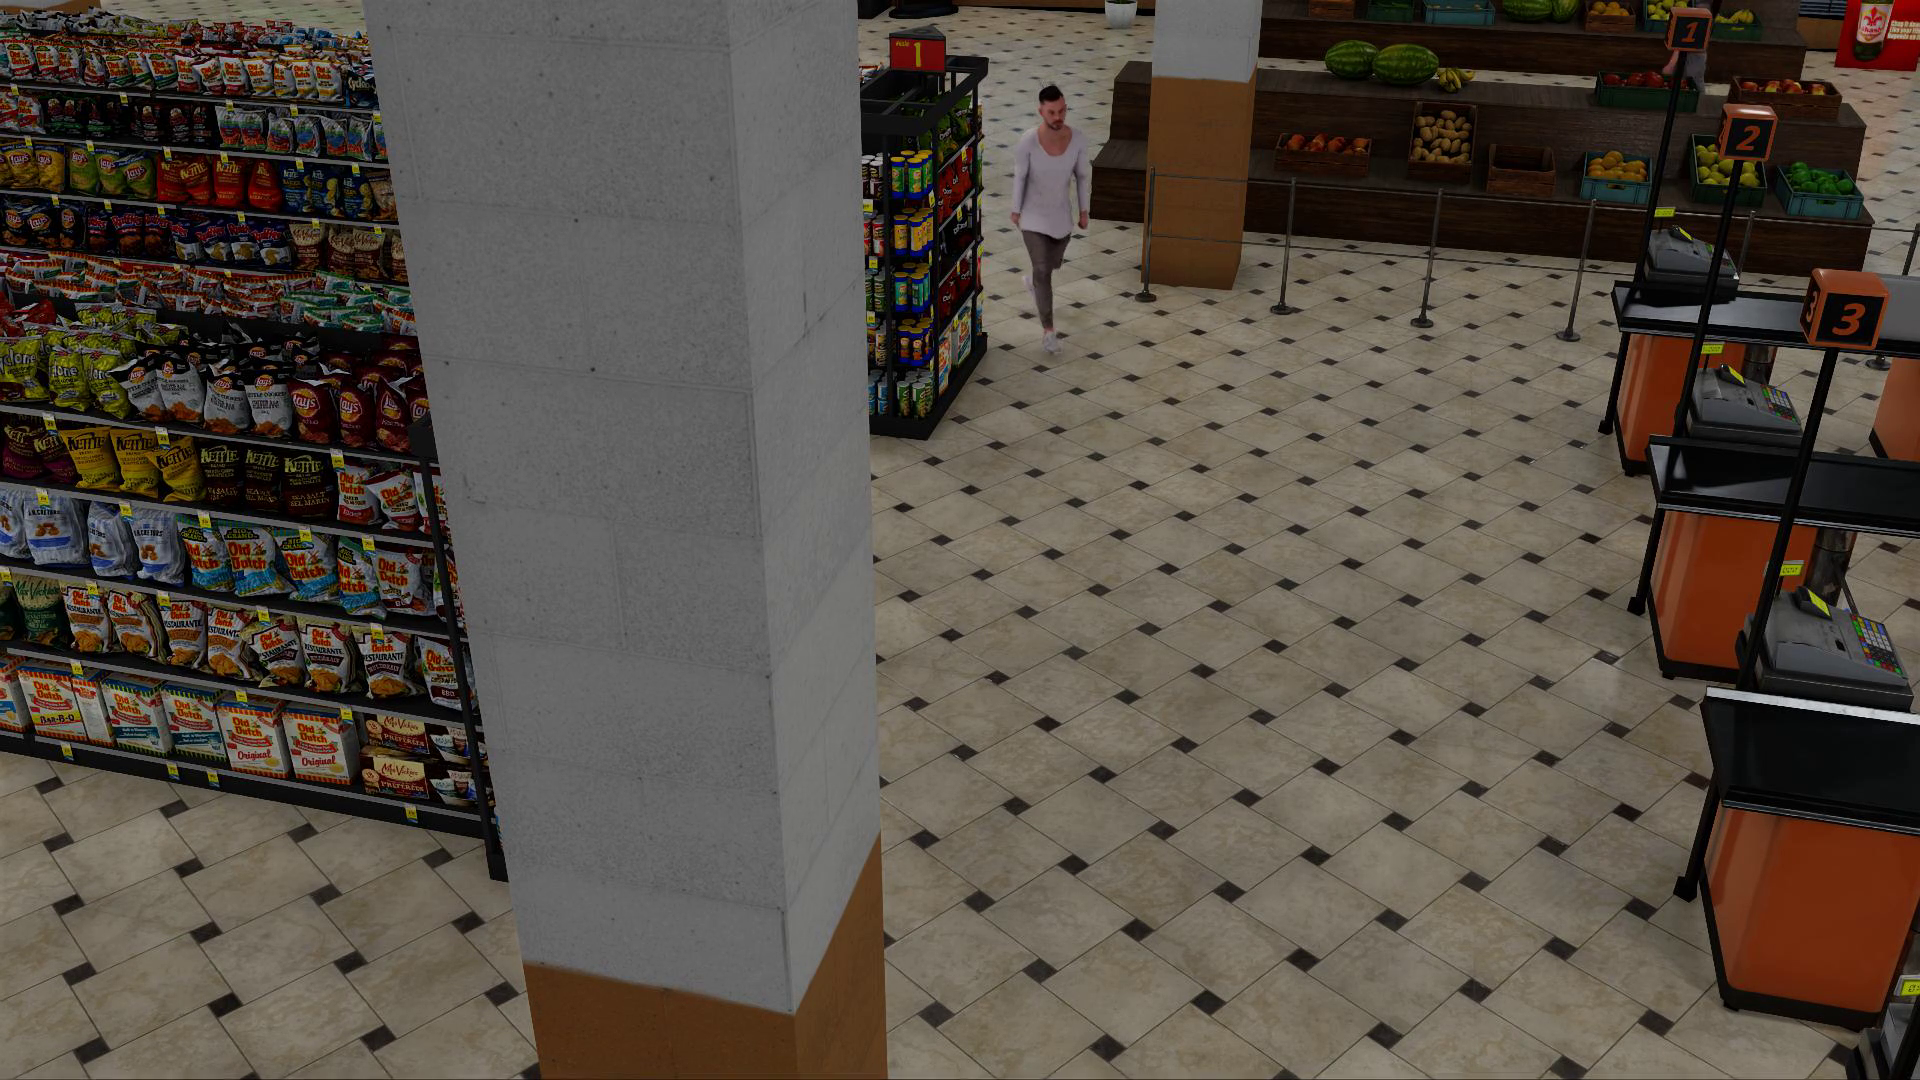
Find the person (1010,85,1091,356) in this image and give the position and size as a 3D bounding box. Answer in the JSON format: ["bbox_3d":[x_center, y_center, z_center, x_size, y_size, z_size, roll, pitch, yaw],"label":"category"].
[{"bbox_3d":[0.563,-2.220,11.325,1.288,1.777,1.184,-9,30,-15],"label":"person"}]
